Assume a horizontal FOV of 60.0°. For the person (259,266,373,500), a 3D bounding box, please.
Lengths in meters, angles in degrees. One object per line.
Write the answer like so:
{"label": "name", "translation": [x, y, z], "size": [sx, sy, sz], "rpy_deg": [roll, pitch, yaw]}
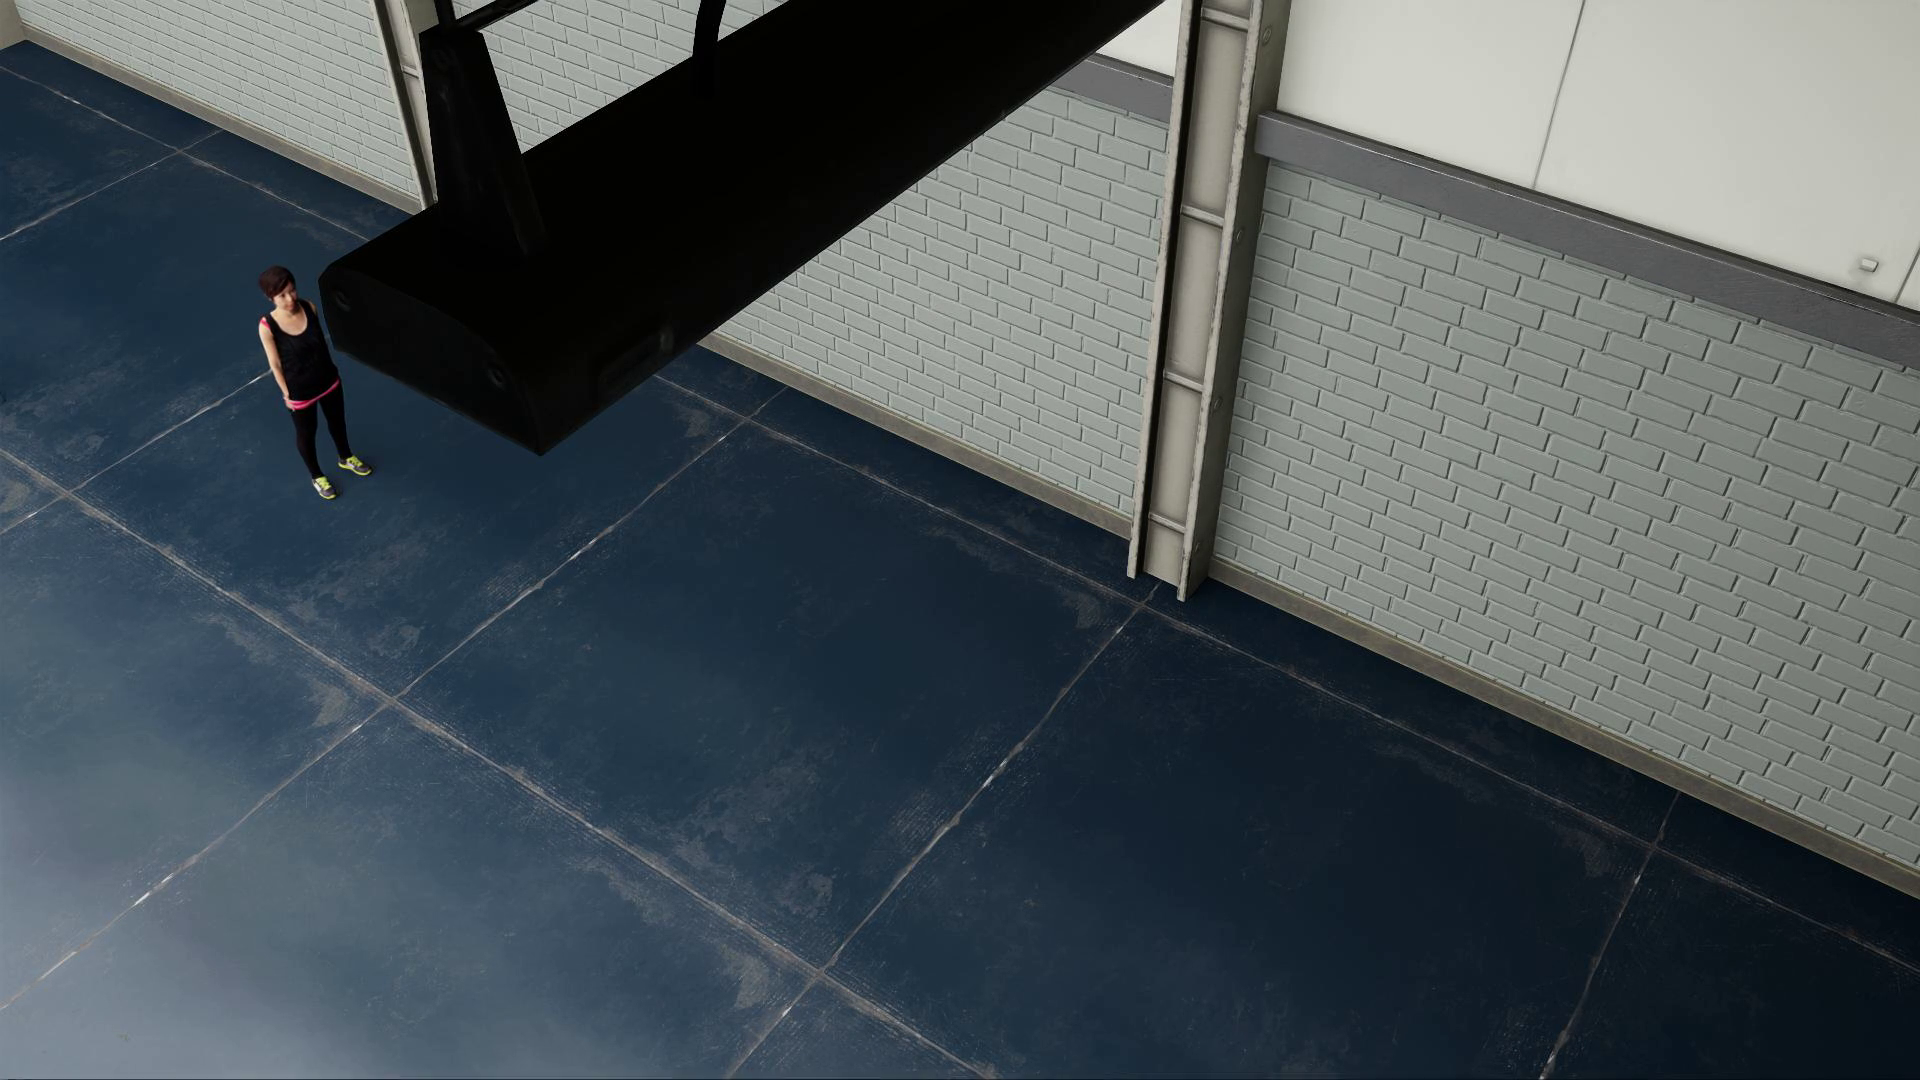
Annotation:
{"label": "person", "translation": [-3.914, -0.973, 9.982], "size": [0.509, 1.552, 0.542], "rpy_deg": [28, 50, 27]}
